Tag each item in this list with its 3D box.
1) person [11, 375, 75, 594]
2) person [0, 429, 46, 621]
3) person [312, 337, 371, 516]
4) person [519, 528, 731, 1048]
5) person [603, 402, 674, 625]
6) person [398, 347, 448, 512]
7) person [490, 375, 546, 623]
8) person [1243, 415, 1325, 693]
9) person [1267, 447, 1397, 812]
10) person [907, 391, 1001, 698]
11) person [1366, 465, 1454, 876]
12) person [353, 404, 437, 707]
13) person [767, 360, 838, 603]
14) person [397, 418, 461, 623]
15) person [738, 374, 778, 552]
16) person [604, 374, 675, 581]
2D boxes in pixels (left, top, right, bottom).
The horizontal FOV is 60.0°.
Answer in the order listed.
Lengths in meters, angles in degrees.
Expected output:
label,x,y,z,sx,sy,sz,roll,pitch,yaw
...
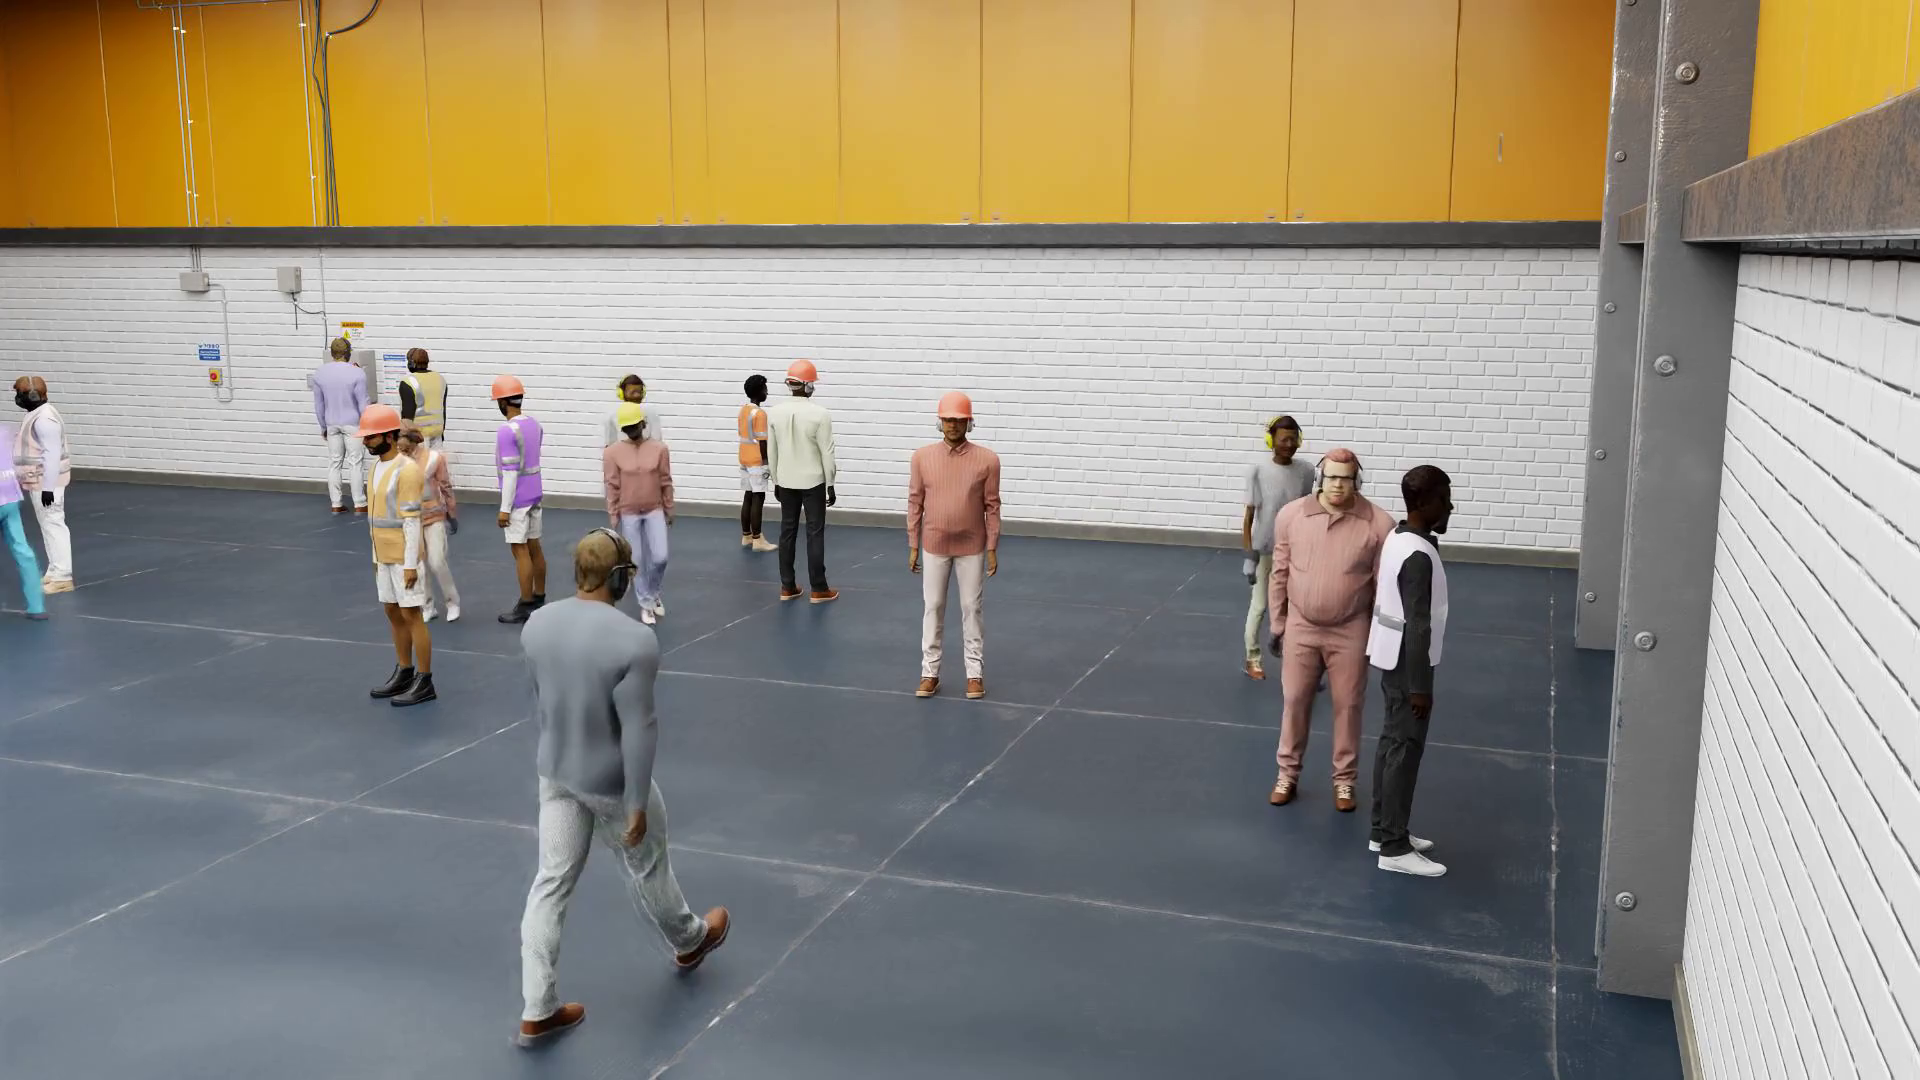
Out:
label,x,y,z,sx,sy,sz,roll,pitch,yaw
person,-7.736,-0.469,14.025,0.429,1.839,0.634,-7,12,-33
person,-7.487,-0.223,12.805,0.647,1.793,0.661,2,10,11
person,-6.655,-1.225,18.006,0.634,1.939,0.367,2,10,10
person,-1.333,0.878,6.326,0.649,1.871,1.067,5,11,25
person,-2.450,-0.202,12.778,0.534,1.739,0.365,-4,11,-21
person,-5.729,-1.123,17.706,0.429,1.845,0.620,5,11,25
person,-3.440,-0.315,12.905,0.375,1.931,0.542,2,10,12
person,2.108,0.096,10.922,0.533,1.816,0.947,-1,10,-8
person,1.913,0.463,8.620,0.648,1.905,0.398,4,11,21
person,-0.041,0.032,10.760,0.611,1.997,0.375,1,10,5
person,2.104,0.597,7.803,0.377,1.917,0.599,1,10,6
person,-3.622,0.095,10.606,0.541,1.930,0.380,9,14,43
person,-1.285,-0.478,13.640,0.612,1.995,0.378,4,11,24
person,-4.161,-0.139,12.792,0.536,1.610,0.439,0,10,2
person,-1.950,-0.739,15.949,0.316,1.695,0.541,-5,11,-27
person,-2.724,-0.495,14.233,0.513,1.826,0.937,-7,12,-36
